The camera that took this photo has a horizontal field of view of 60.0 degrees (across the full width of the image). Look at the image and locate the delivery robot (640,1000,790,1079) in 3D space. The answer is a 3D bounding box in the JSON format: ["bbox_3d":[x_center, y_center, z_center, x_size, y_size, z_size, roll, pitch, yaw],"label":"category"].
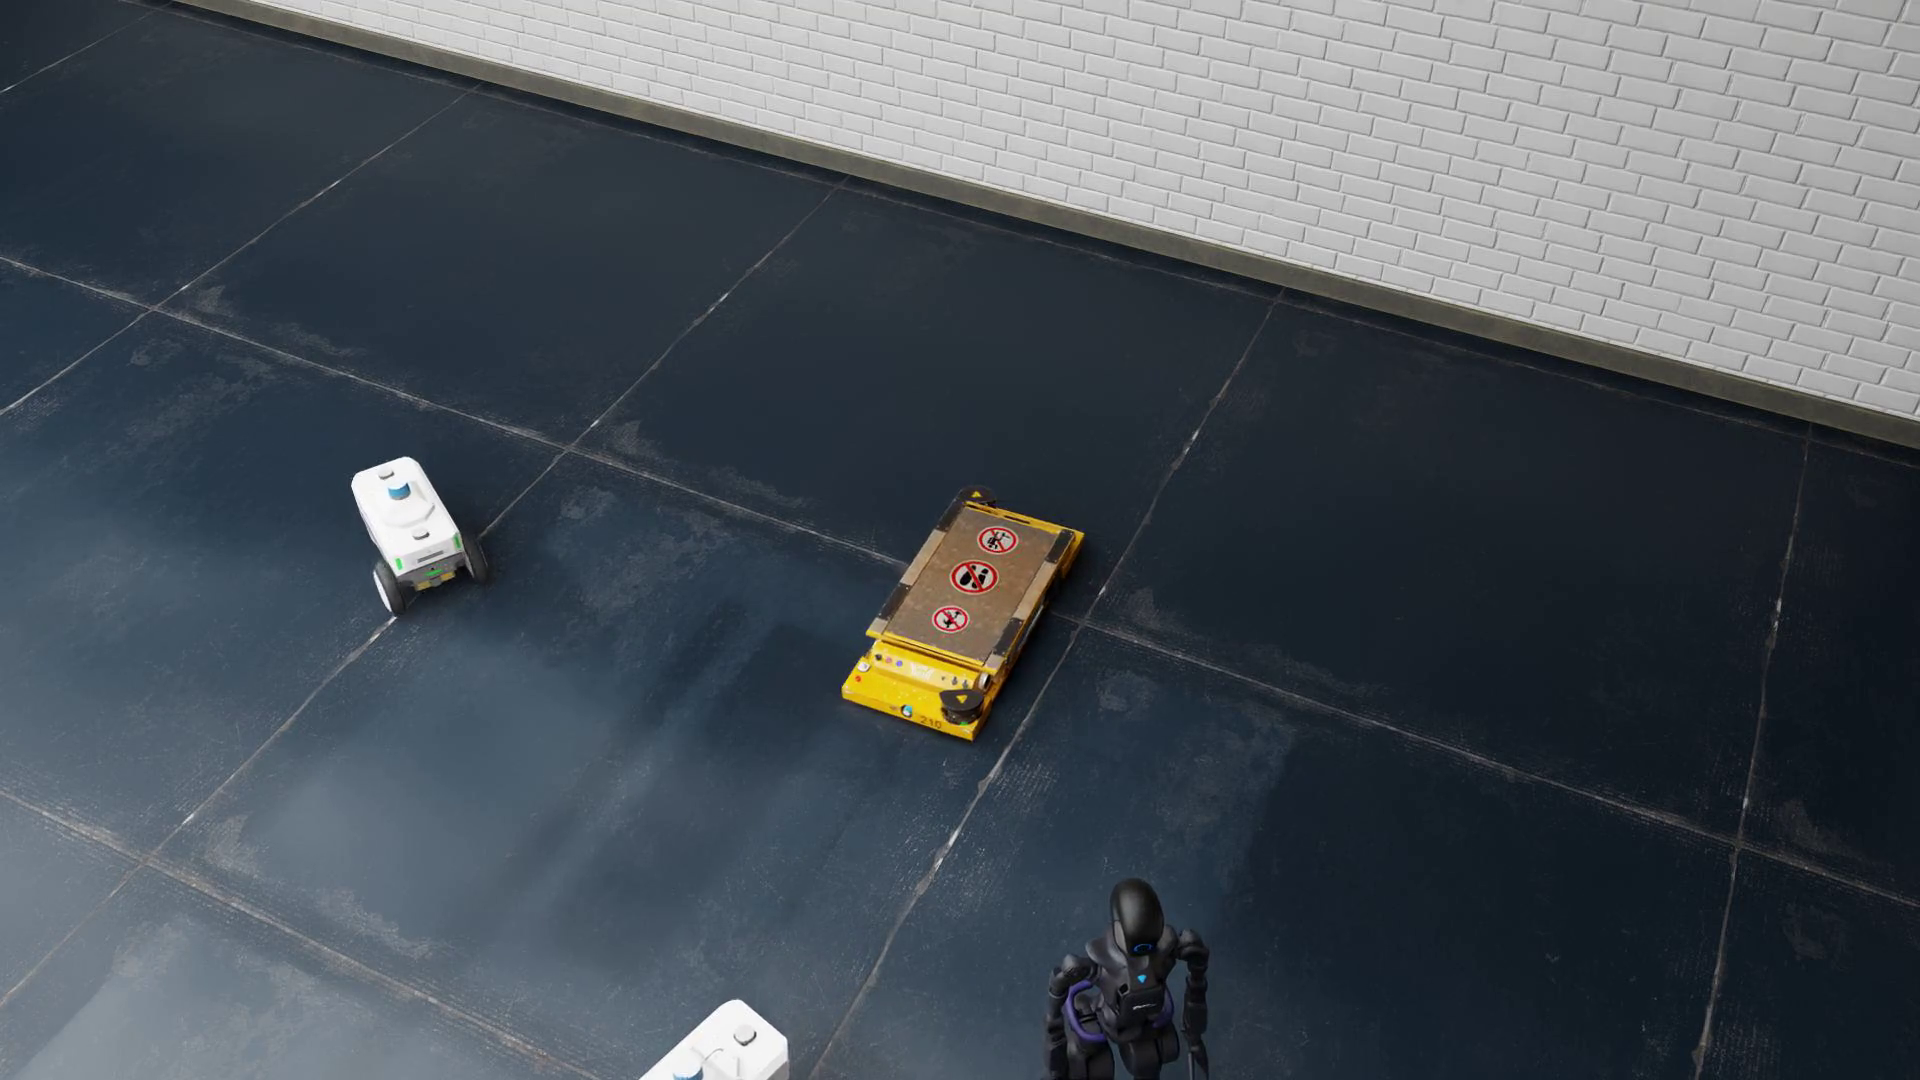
[{"bbox_3d":[-0.937,2.000,5.864,0.499,0.563,0.738,31,51,29],"label":"delivery robot"}]

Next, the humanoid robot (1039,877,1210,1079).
[{"bbox_3d":[0.536,1.647,5.438,0.590,1.653,0.326,-11,44,-11],"label":"humanoid robot"}]

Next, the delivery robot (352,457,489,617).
[{"bbox_3d":[-2.666,-0.038,8.100,0.499,0.613,0.807,-23,48,-23],"label":"delivery robot"}]

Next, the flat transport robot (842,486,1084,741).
[{"bbox_3d":[0.043,0.310,7.921,0.659,0.231,1.431,16,45,17],"label":"flat transport robot"}]
